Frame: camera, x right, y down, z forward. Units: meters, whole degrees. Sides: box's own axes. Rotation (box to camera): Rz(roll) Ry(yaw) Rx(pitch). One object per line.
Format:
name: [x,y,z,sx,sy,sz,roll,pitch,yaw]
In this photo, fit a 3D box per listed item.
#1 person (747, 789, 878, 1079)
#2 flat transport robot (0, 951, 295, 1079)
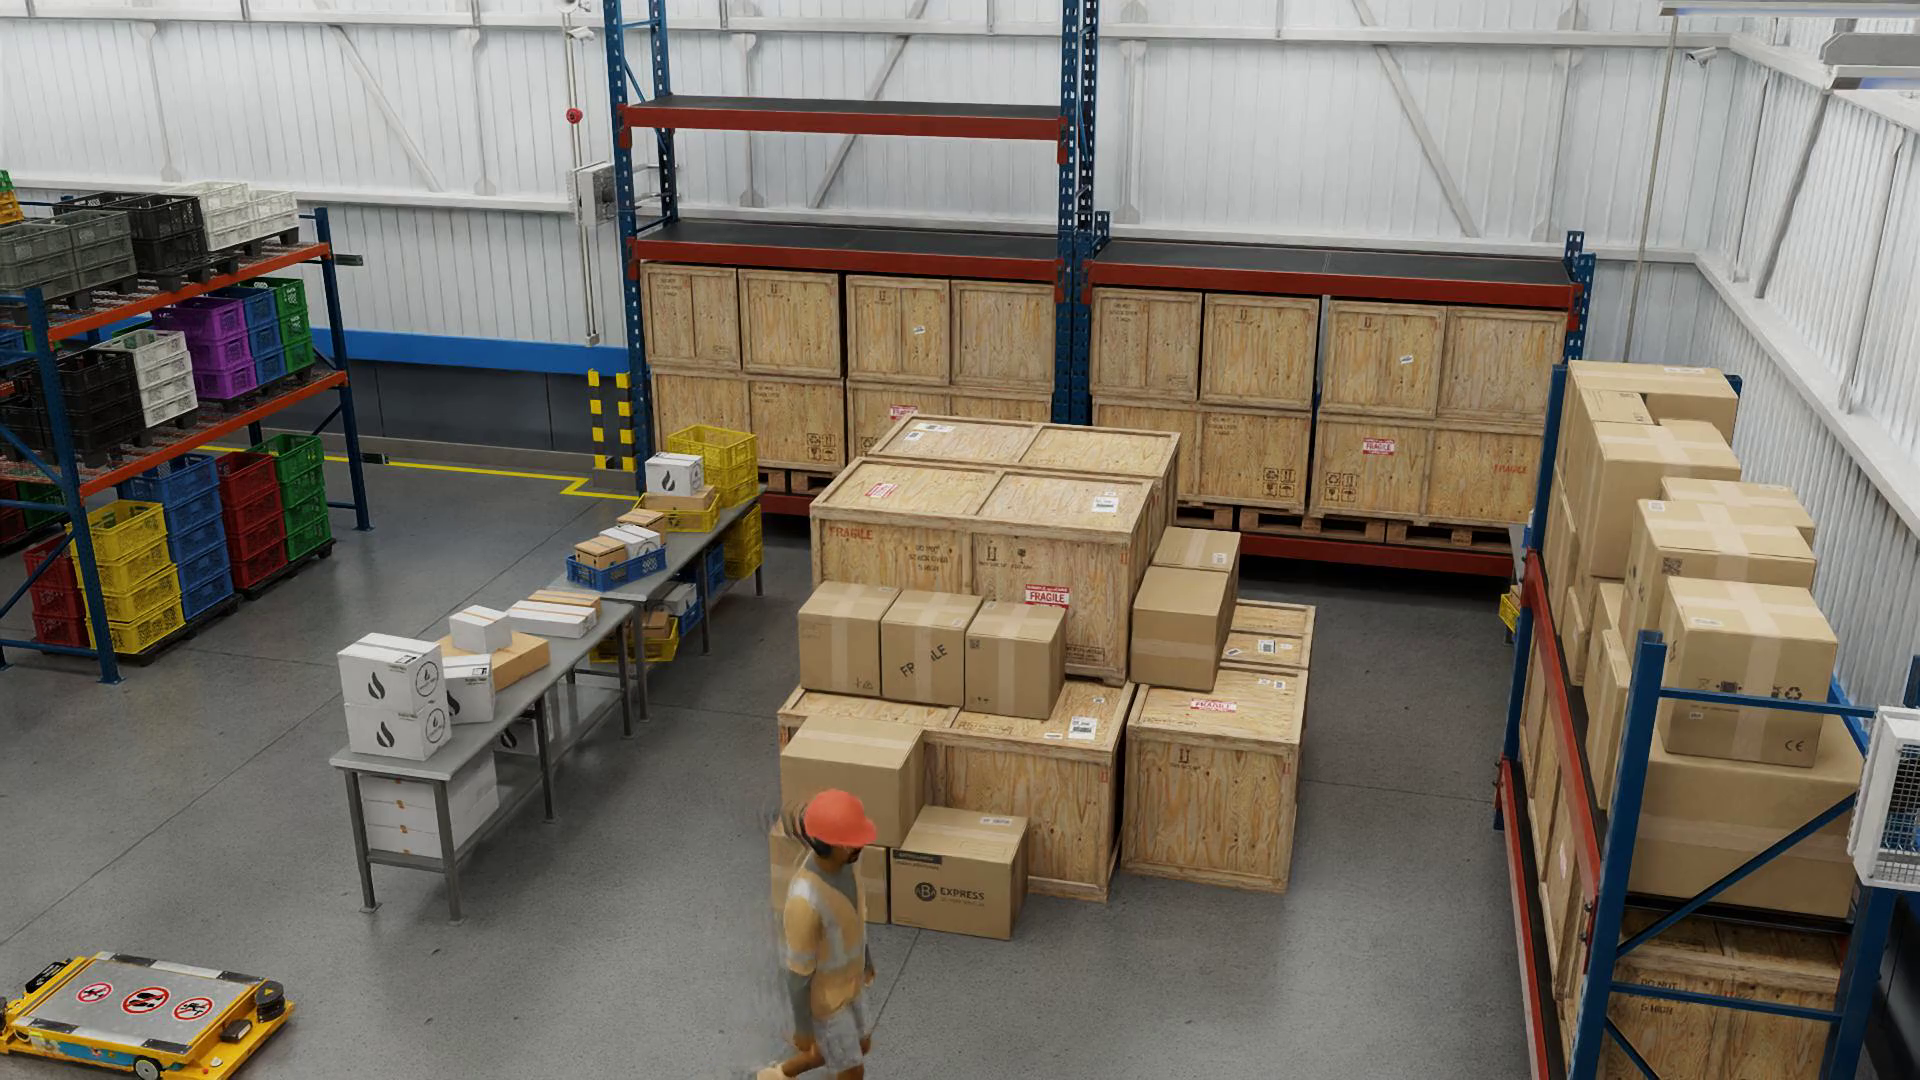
person: [-0.635,1.971,7.439,0.695,2.017,0.616,5,22,13]
flat transport robot: [-4.270,2.464,8.601,1.431,0.231,0.659,5,22,13]
